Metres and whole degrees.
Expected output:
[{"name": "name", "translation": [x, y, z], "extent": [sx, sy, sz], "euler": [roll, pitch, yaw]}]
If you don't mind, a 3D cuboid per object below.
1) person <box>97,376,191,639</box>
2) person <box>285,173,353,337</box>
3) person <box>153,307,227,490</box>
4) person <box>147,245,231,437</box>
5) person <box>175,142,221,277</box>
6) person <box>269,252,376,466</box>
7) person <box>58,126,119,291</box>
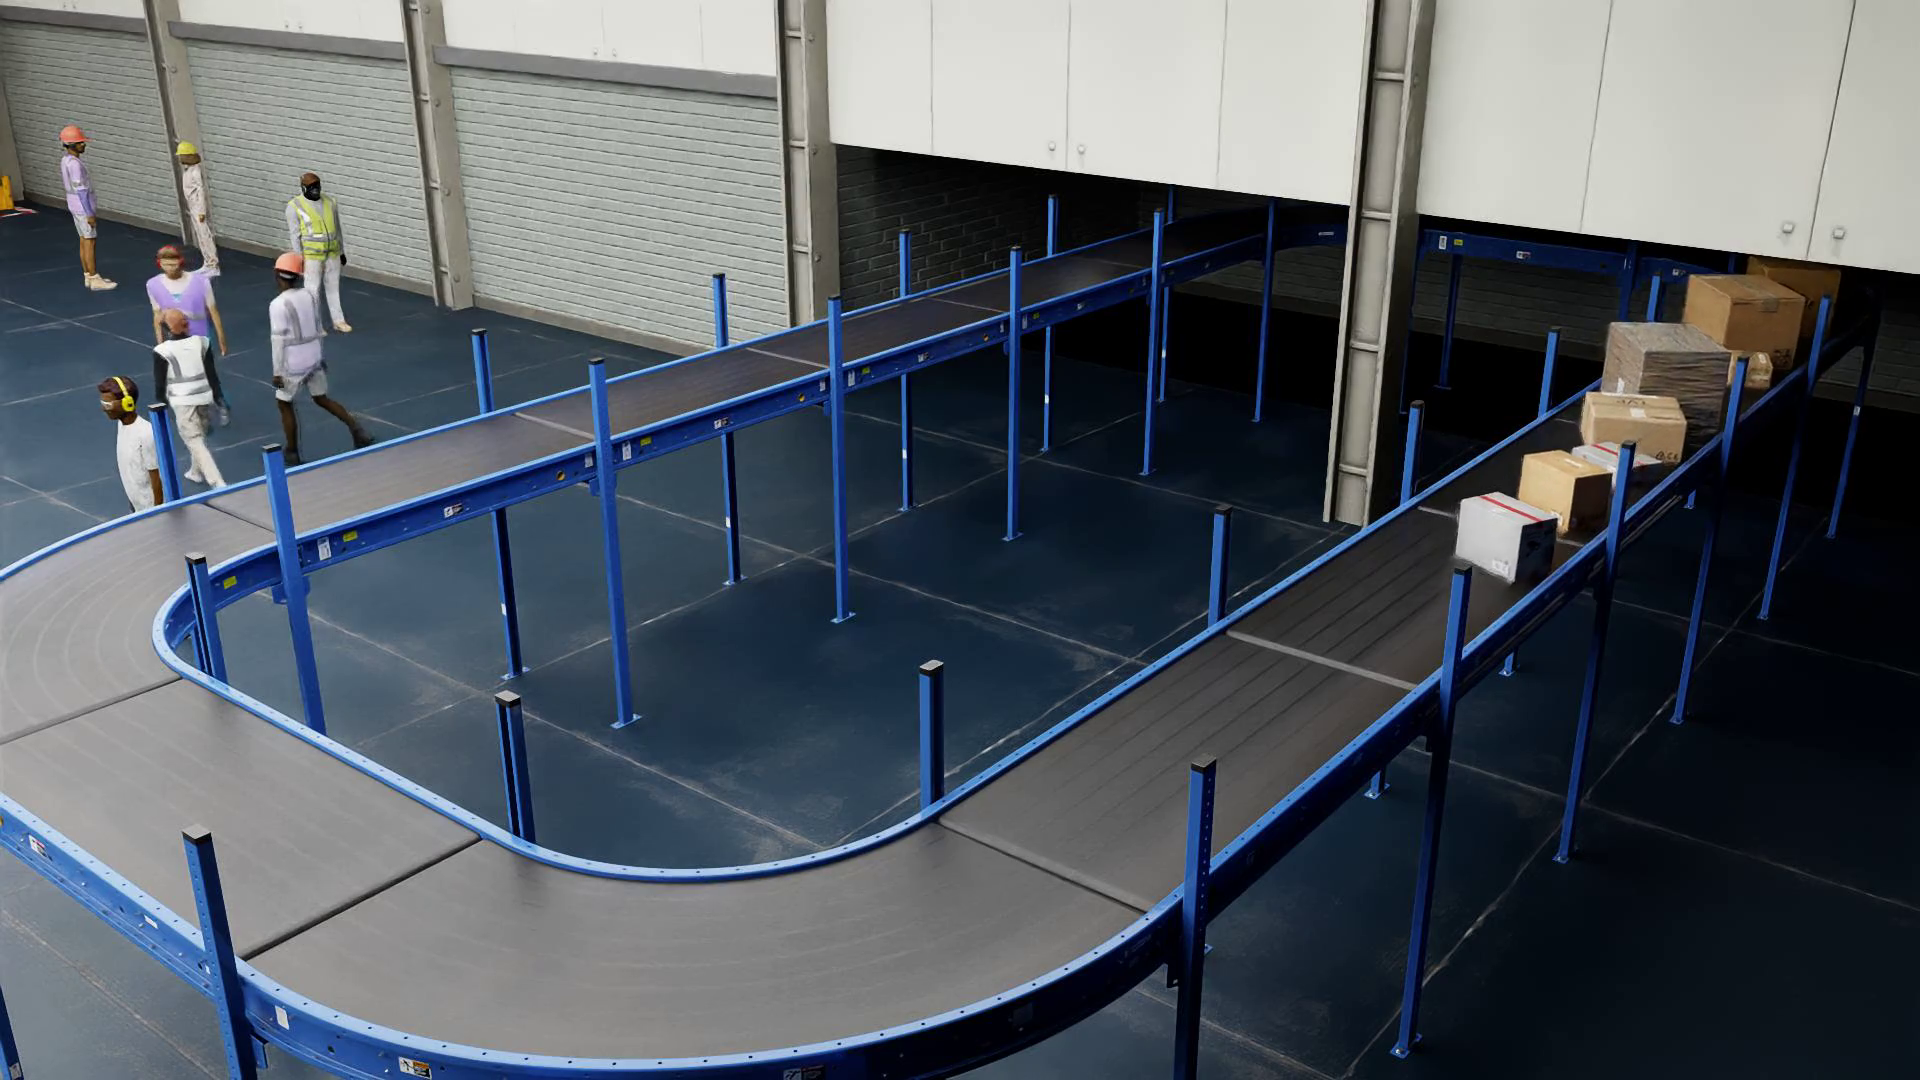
[{"name": "person", "translation": [-5.452, -0.208, 11.193], "extent": [0.338, 1.859, 0.514], "euler": [-20, 29, -41]}, {"name": "person", "translation": [-7.276, -3.248, 18.929], "extent": [0.429, 1.844, 0.625], "euler": [16, 27, 35]}, {"name": "person", "translation": [-6.441, -1.165, 13.952], "extent": [0.826, 1.598, 0.526], "euler": [14, 26, 32]}, {"name": "person", "translation": [-7.111, -1.835, 15.374], "extent": [0.603, 1.816, 0.481], "euler": [-1, 21, -1]}, {"name": "person", "translation": [-10.009, -4.329, 21.806], "extent": [0.296, 1.743, 0.493], "euler": [-15, 26, -34]}, {"name": "person", "translation": [-5.728, -1.562, 14.593], "extent": [0.847, 1.892, 0.591], "euler": [4, 22, 10]}, {"name": "person", "translation": [-11.072, -4.193, 21.057], "extent": [0.377, 2.045, 0.605], "euler": [-16, 26, -35]}]
